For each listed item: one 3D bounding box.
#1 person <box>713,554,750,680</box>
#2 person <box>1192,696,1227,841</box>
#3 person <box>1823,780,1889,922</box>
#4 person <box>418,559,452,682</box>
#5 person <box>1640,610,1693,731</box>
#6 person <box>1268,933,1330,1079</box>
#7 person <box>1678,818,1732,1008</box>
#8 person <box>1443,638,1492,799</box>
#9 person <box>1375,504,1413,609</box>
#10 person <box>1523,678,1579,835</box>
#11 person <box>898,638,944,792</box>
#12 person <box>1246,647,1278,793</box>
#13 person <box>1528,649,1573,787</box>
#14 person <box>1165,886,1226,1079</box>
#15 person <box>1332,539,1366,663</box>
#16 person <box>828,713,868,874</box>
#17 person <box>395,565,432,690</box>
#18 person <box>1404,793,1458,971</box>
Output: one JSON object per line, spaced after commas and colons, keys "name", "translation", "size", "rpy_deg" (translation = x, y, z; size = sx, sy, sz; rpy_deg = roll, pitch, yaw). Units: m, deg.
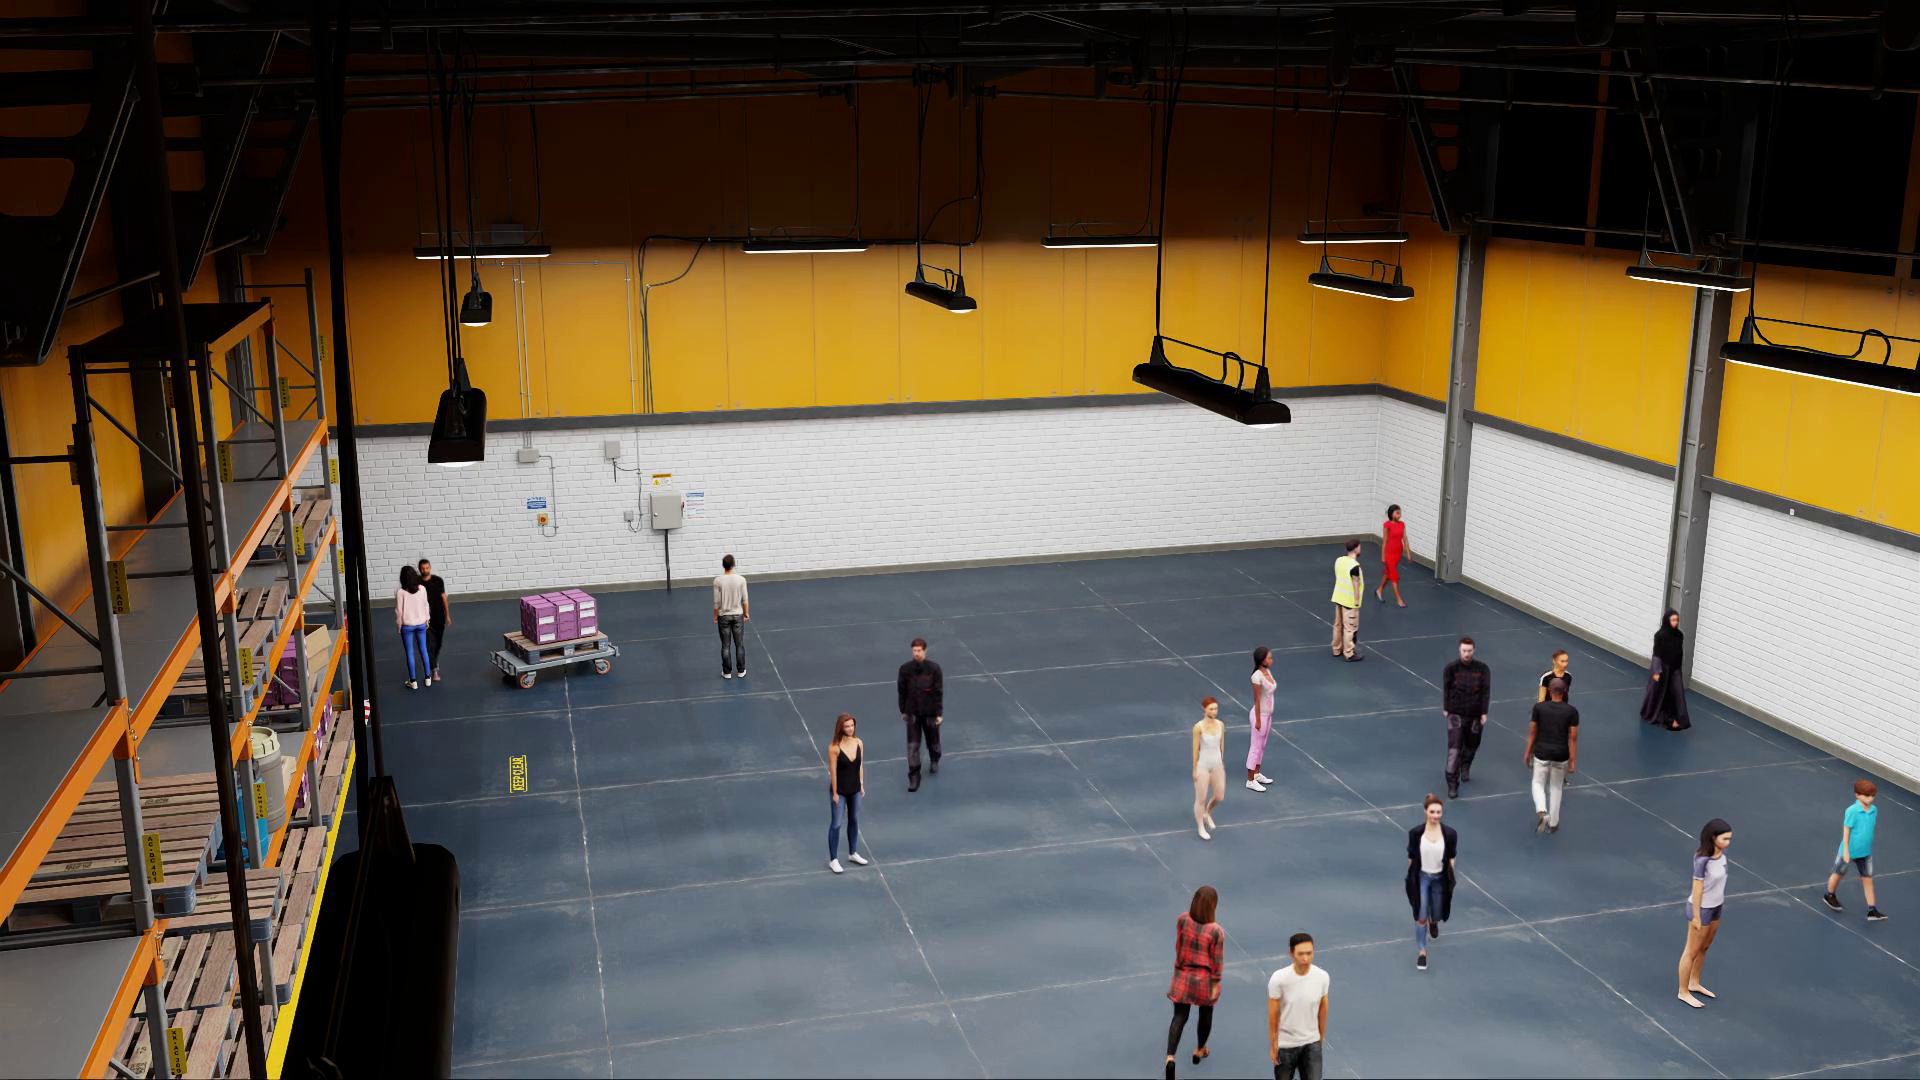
{"name": "person", "translation": [-3.298, 1.091, 23.926], "size": [0.661, 1.811, 0.519], "rpy_deg": [-3, 14, -14]}
{"name": "person", "translation": [2.716, 2.501, 18.477], "size": [0.559, 1.635, 0.607], "rpy_deg": [-4, 14, -17]}
{"name": "person", "translation": [8.909, 3.060, 16.639], "size": [0.597, 1.414, 0.948], "rpy_deg": [-2, 14, -10]}
{"name": "person", "translation": [-7.638, 1.110, 24.009], "size": [0.852, 1.735, 1.196], "rpy_deg": [-8, 16, -29]}
{"name": "person", "translation": [9.265, 1.680, 21.927], "size": [0.672, 1.608, 1.124], "rpy_deg": [-2, 14, -10]}
{"name": "person", "translation": [2.556, 3.806, 12.782], "size": [0.738, 1.780, 0.916], "rpy_deg": [-1, 14, -3]}
{"name": "person", "translation": [6.689, 3.309, 14.931], "size": [0.654, 1.735, 0.644], "rpy_deg": [-11, 17, -38]}
{"name": "person", "translation": [6.010, 2.066, 19.767], "size": [1.034, 1.875, 1.299], "rpy_deg": [2, 14, 10]}
{"name": "person", "translation": [7.128, 0.263, 27.583], "size": [0.716, 1.700, 1.122], "rpy_deg": [-6, 15, -24]}
{"name": "person", "translation": [6.541, 2.430, 18.448], "size": [0.972, 1.788, 1.059], "rpy_deg": [6, 15, 24]}
{"name": "person", "translation": [-0.432, 2.048, 19.960], "size": [0.982, 1.819, 1.197], "rpy_deg": [2, 14, 8]}
{"name": "person", "translation": [3.596, 2.111, 19.862], "size": [0.720, 1.743, 0.648], "rpy_deg": [7, 15, 26]}
{"name": "person", "translation": [7.097, 2.110, 20.133], "size": [0.714, 1.617, 1.165], "rpy_deg": [-1, 14, -5]}
{"name": "person", "translation": [1.899, 3.655, 13.629], "size": [1.042, 1.674, 1.104], "rpy_deg": [7, 15, 28]}
{"name": "person", "translation": [5.790, 0.878, 24.741], "size": [0.781, 1.843, 0.663], "rpy_deg": [-5, 15, -21]}
{"name": "person", "translation": [-1.215, 2.650, 17.677], "size": [0.671, 1.722, 0.656], "rpy_deg": [-10, 17, -36]}
{"name": "person", "translation": [-7.724, 1.217, 23.496], "size": [0.722, 1.768, 0.683], "rpy_deg": [-10, 17, -36]}
{"name": "person", "translation": [4.418, 3.167, 15.653], "size": [0.874, 1.671, 1.009], "rpy_deg": [4, 14, 14]}
